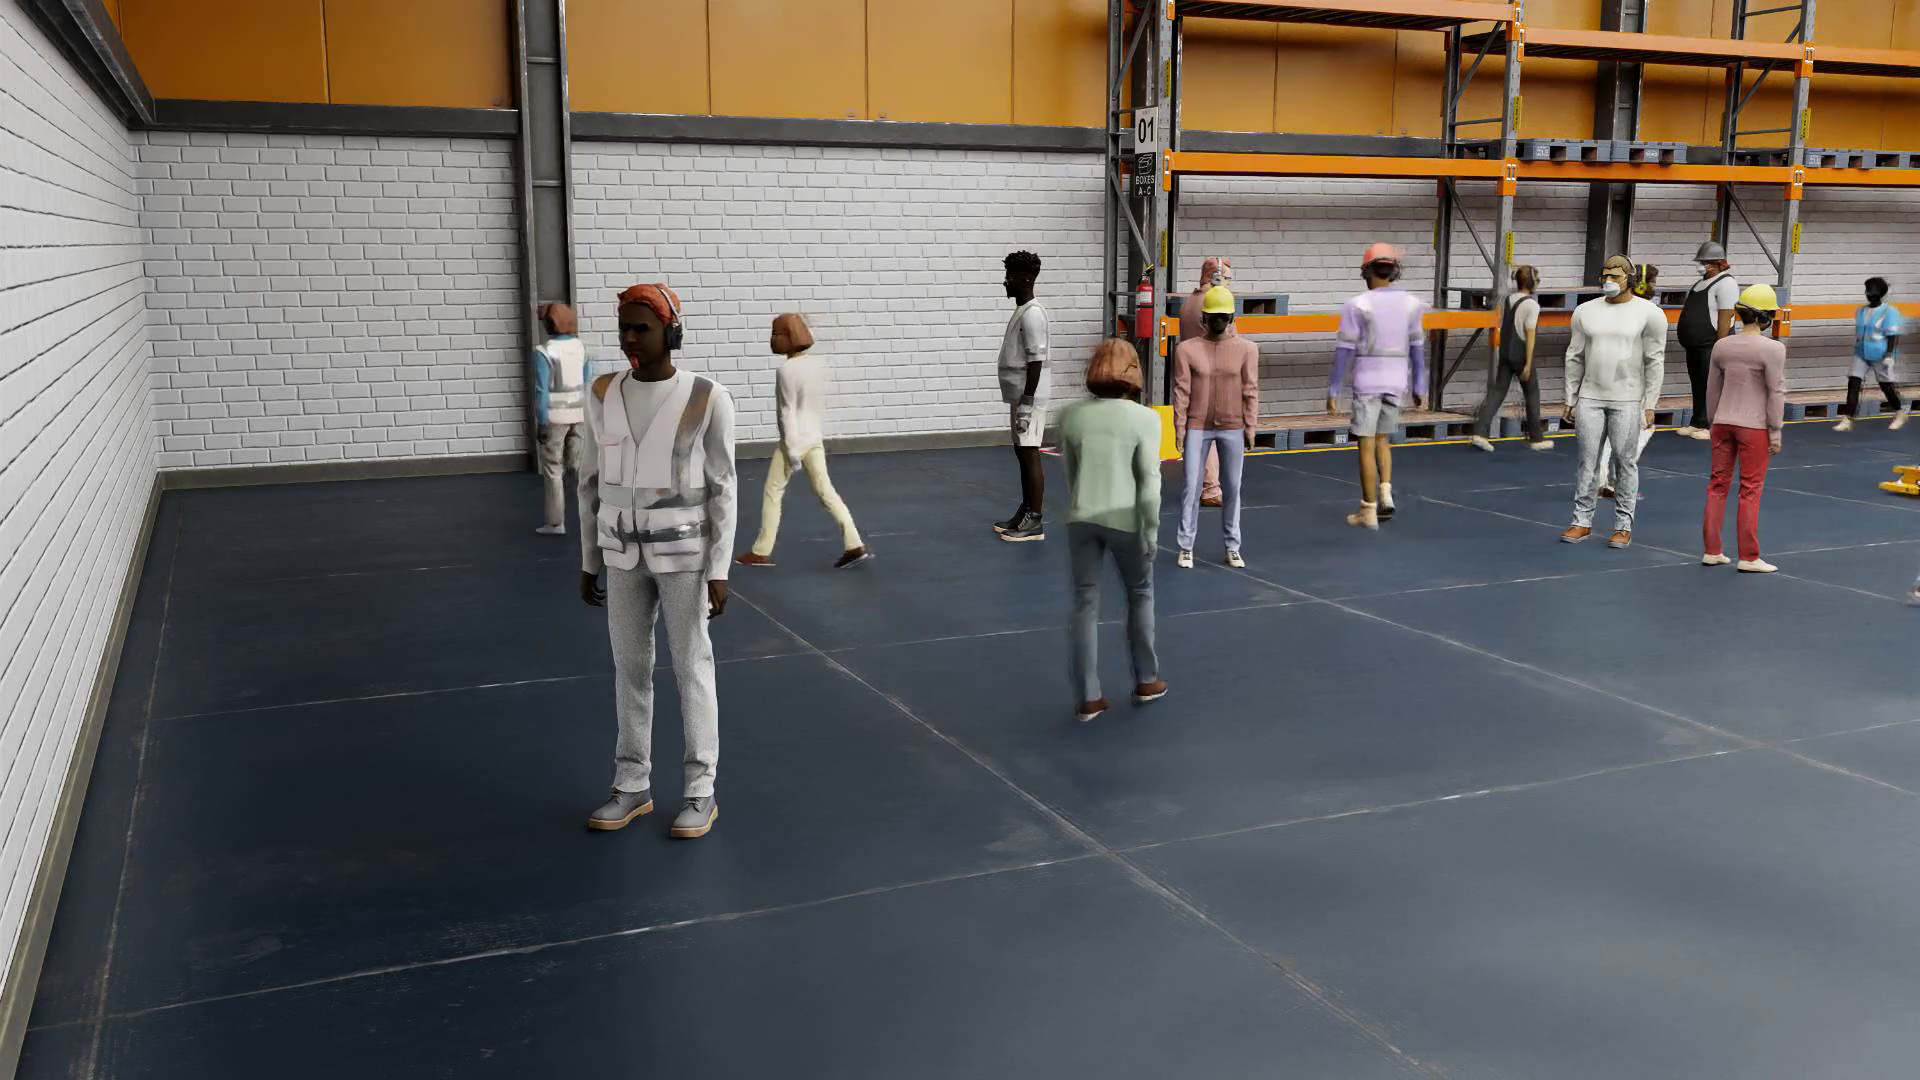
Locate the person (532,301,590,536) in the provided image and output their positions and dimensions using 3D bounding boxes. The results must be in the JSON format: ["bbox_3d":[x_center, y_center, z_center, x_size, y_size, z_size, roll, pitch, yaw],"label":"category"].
[{"bbox_3d":[-2.669,-0.813,11.343,0.564,1.618,0.528,6,12,30],"label":"person"}]

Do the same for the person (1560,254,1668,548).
[{"bbox_3d":[4.322,-0.918,11.059,0.635,1.939,0.361,8,13,39],"label":"person"}]

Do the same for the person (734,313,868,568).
[{"bbox_3d":[-0.969,-0.607,10.300,0.860,1.590,0.501,4,11,23],"label":"person"}]

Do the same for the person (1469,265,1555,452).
[{"bbox_3d":[5.341,-1.742,16.036,0.948,1.808,0.526,-5,11,-26],"label":"person"}]

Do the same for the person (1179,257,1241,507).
[{"bbox_3d":[1.933,-1.207,12.779,0.407,1.902,0.639,-3,11,-18],"label":"person"}]

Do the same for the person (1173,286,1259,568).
[{"bbox_3d":[1.575,-0.684,10.276,0.521,1.757,0.359,1,10,3],"label":"person"}]

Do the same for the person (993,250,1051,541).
[{"bbox_3d":[0.432,-0.978,11.317,0.367,1.966,0.604,-1,10,-5],"label":"person"}]

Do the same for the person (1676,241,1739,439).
[{"bbox_3d":[7.669,-2.064,17.156,0.535,2.000,0.684,-1,10,-5],"label":"person"}]

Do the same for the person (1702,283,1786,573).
[{"bbox_3d":[4.835,-0.685,10.243,0.328,1.769,0.526,-5,11,-25],"label":"person"}]

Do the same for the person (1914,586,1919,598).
[{"bbox_3d":[5.782,-0.511,9.174,1.003,1.822,0.506,-1,10,-4],"label":"person"}]

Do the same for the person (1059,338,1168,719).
[{"bbox_3d":[0.681,-0.064,7.203,0.495,1.602,0.693,5,11,27],"label":"person"}]

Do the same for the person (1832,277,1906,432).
[{"bbox_3d":[9.801,-1.979,17.750,0.861,1.661,0.538,-4,11,-21],"label":"person"}]

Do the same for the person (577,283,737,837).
[{"bbox_3d":[-1.039,0.077,5.676,0.575,1.883,0.355,3,11,16],"label":"person"}]

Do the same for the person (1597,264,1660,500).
[{"bbox_3d":[5.223,-1.226,13.038,0.495,1.845,0.542,-1,10,-8],"label":"person"}]

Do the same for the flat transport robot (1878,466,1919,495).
[{"bbox_3d":[8.156,-0.487,13.300,1.431,0.197,0.652,-4,11,-21],"label":"flat transport robot"}]

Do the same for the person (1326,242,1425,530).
[{"bbox_3d":[2.916,-1.081,11.748,0.741,2.016,0.491,-3,11,-16],"label":"person"}]
